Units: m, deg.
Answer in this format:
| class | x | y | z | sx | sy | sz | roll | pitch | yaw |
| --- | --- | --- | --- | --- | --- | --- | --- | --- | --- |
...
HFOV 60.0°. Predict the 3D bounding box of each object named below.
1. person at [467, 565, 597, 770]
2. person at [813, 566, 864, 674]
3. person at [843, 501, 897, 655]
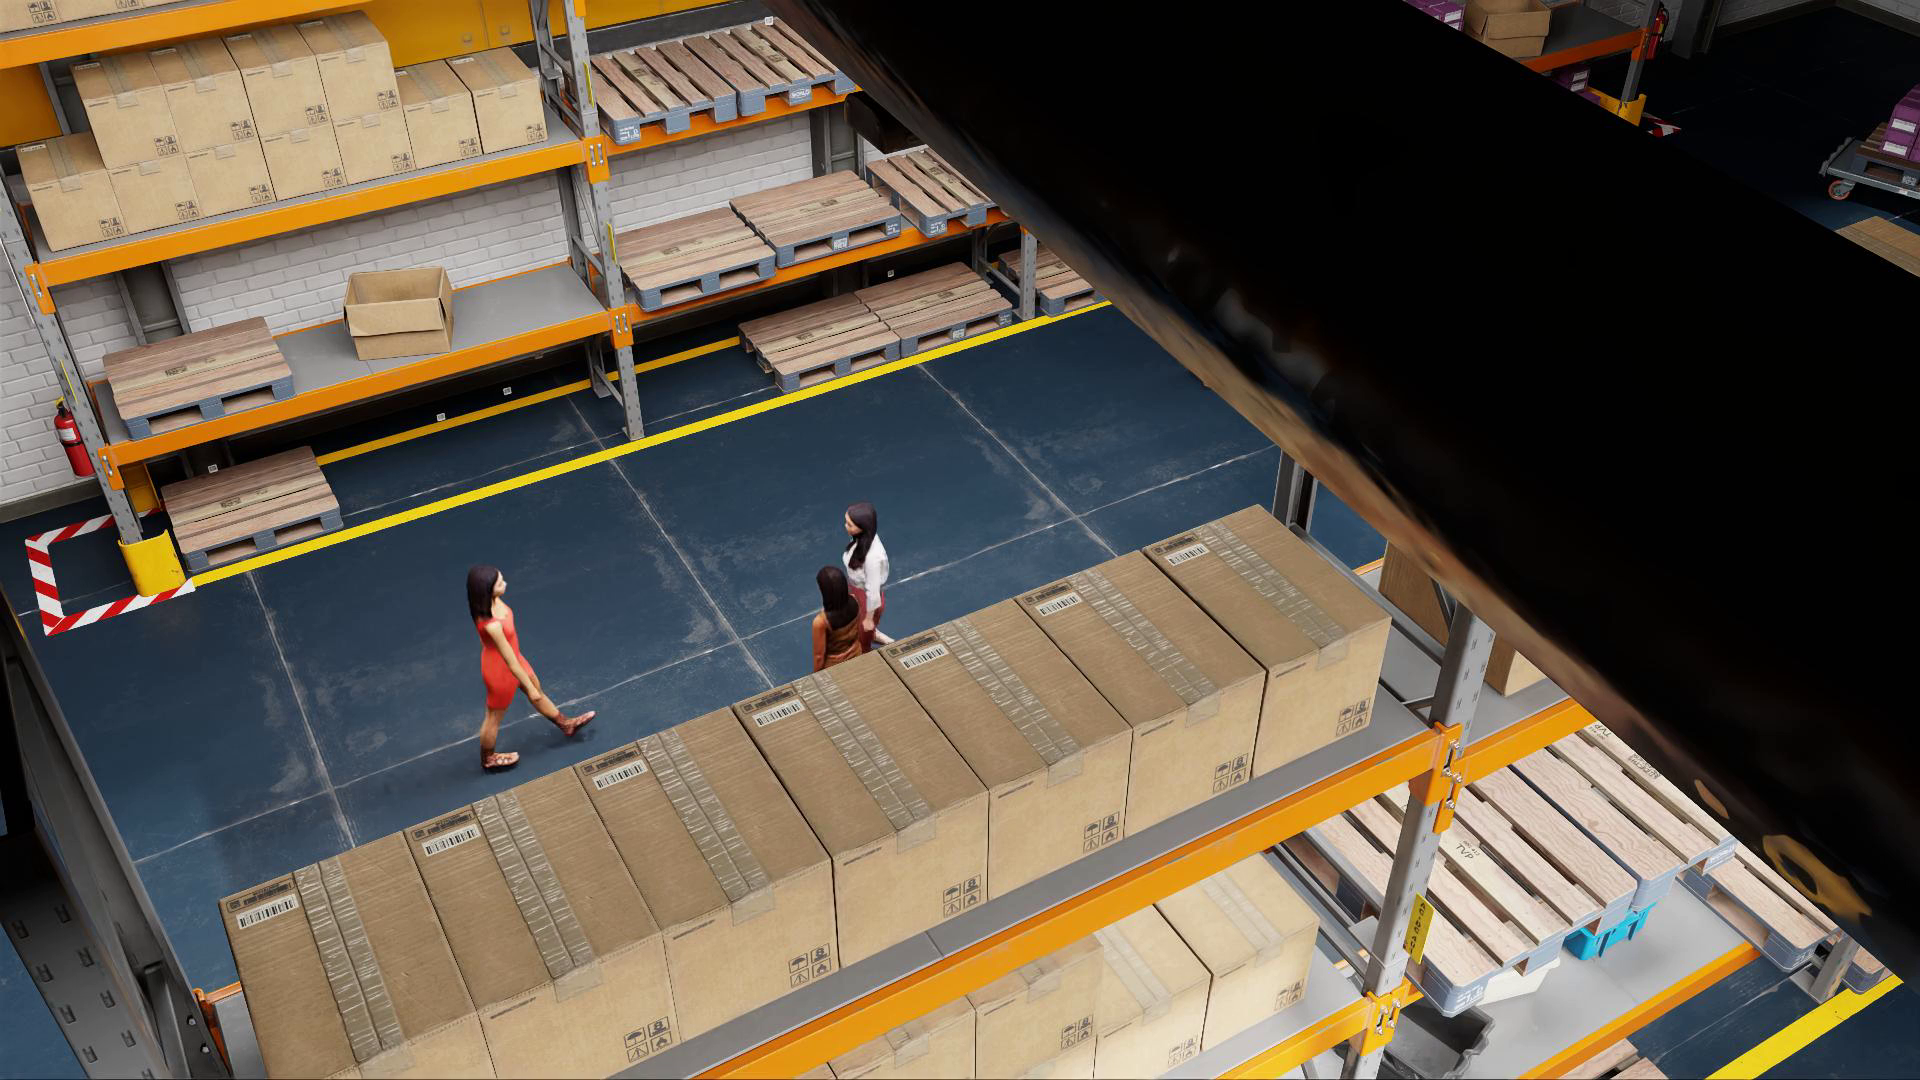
| class | x | y | z | sx | sy | sz | roll | pitch | yaw |
| --- | --- | --- | --- | --- | --- | --- | --- | --- | --- |
| person | -3.079 | 0.886 | 10.888 | 1.078 | 1.678 | 0.706 | -15 | 41 | -18 |
| person | -0.782 | 0.855 | 10.920 | 0.691 | 1.686 | 0.577 | 24 | 45 | 27 |
| person | -0.574 | 0.443 | 11.396 | 0.835 | 1.738 | 0.688 | -13 | 40 | -16 |
